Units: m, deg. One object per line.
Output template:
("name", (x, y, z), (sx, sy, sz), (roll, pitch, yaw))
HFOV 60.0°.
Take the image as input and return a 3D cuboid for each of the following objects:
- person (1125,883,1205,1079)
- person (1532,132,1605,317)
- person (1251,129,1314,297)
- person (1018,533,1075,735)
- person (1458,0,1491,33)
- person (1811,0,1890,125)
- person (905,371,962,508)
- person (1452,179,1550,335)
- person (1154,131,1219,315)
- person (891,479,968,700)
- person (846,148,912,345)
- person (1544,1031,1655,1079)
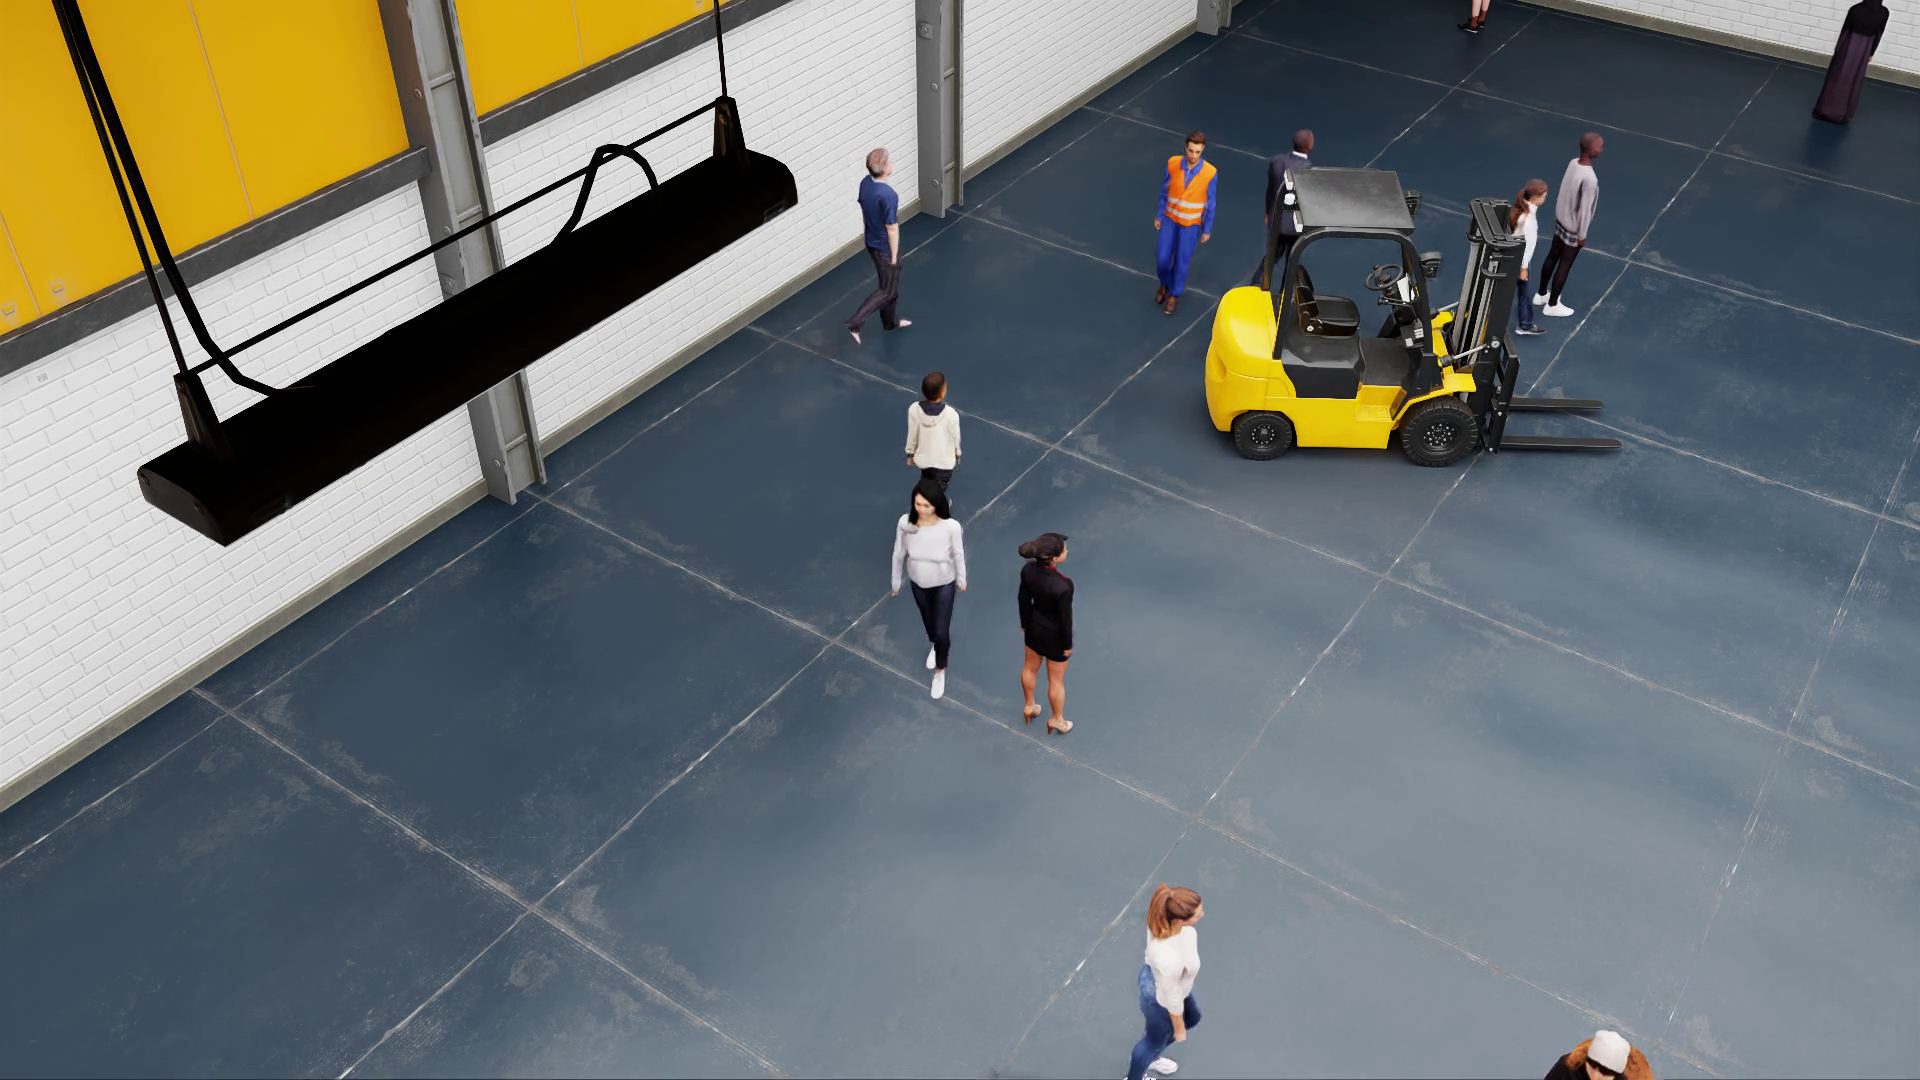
("person", (0.983, 2.389, 8.750), (0.792, 1.709, 0.707), (3, 39, 4))
("person", (5.630, -2.923, 15.351), (0.743, 1.772, 0.678), (-6, 39, -7))
("person", (2.977, -2.880, 15.268), (0.949, 1.809, 0.825), (-28, 46, -30))
("person", (0.579, 0.631, 11.007), (0.594, 1.640, 0.606), (30, 48, 32))
("person", (6.576, -7.253, 20.814), (0.537, 1.721, 0.716), (-30, 47, -32))
("person", (10.062, -5.511, 18.717), (0.676, 1.616, 0.700), (11, 40, 13))
("person", (-0.223, -0.581, 12.690), (0.619, 1.433, 0.981), (19, 42, 22))
("person", (4.946, -2.531, 15.061), (0.833, 1.522, 1.073), (10, 40, 12))
("person", (2.077, -2.960, 15.344), (0.812, 1.838, 0.807), (13, 41, 16))
("person", (-0.166, 0.224, 11.485), (0.786, 1.680, 0.886), (10, 40, 12))
("person", (-0.764, -2.599, 14.879), (1.086, 1.855, 0.895), (-22, 44, -26))
("person", (3.059, 2.906, 8.196), (0.699, 1.592, 1.040), (28, 46, 30))
